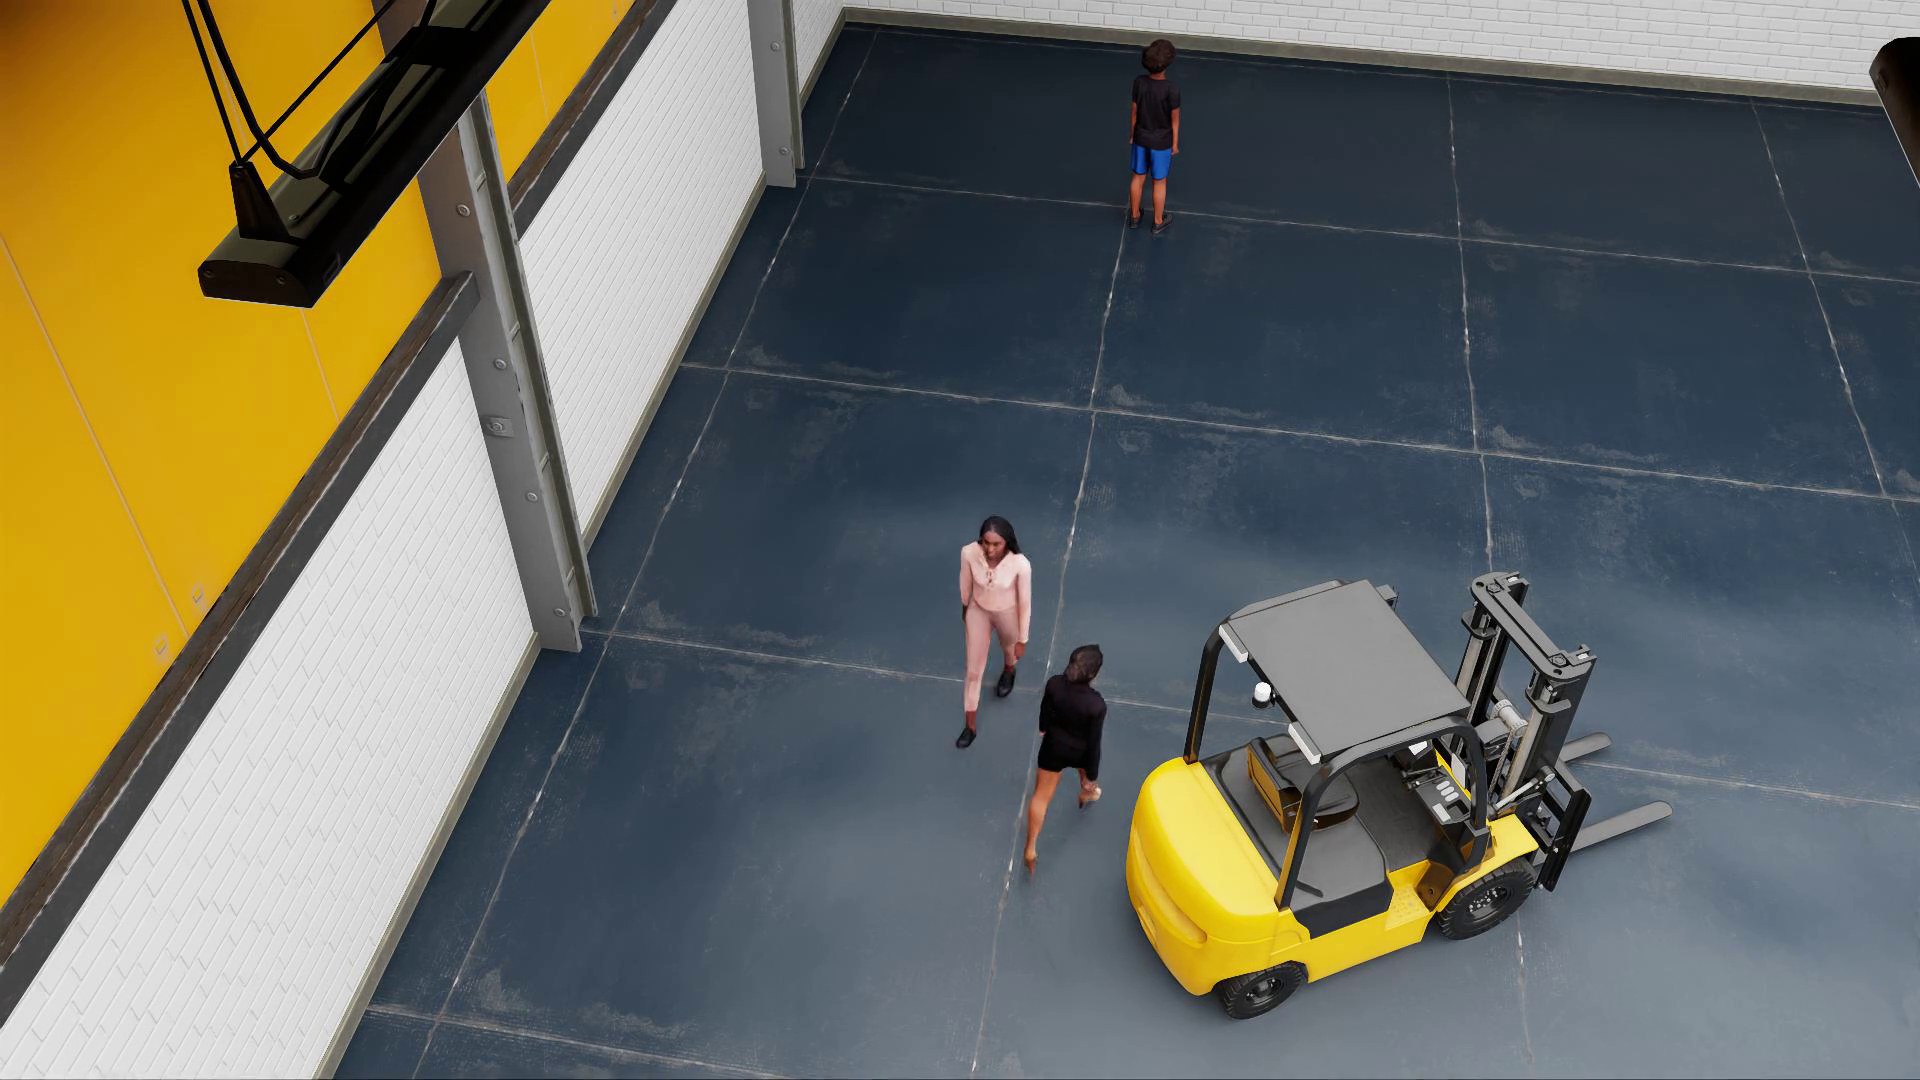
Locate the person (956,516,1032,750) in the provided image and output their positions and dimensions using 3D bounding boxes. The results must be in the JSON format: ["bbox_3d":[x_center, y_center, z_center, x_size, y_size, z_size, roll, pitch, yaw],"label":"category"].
[{"bbox_3d":[0.253,0.437,10.453,0.698,1.677,1.119,12,45,12],"label":"person"}]

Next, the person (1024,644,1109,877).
[{"bbox_3d":[0.603,1.290,9.617,0.817,1.597,1.113,20,47,19],"label":"person"}]

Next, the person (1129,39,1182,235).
[{"bbox_3d":[1.685,-3.513,14.511,0.675,1.800,0.675,20,47,19],"label":"person"}]
